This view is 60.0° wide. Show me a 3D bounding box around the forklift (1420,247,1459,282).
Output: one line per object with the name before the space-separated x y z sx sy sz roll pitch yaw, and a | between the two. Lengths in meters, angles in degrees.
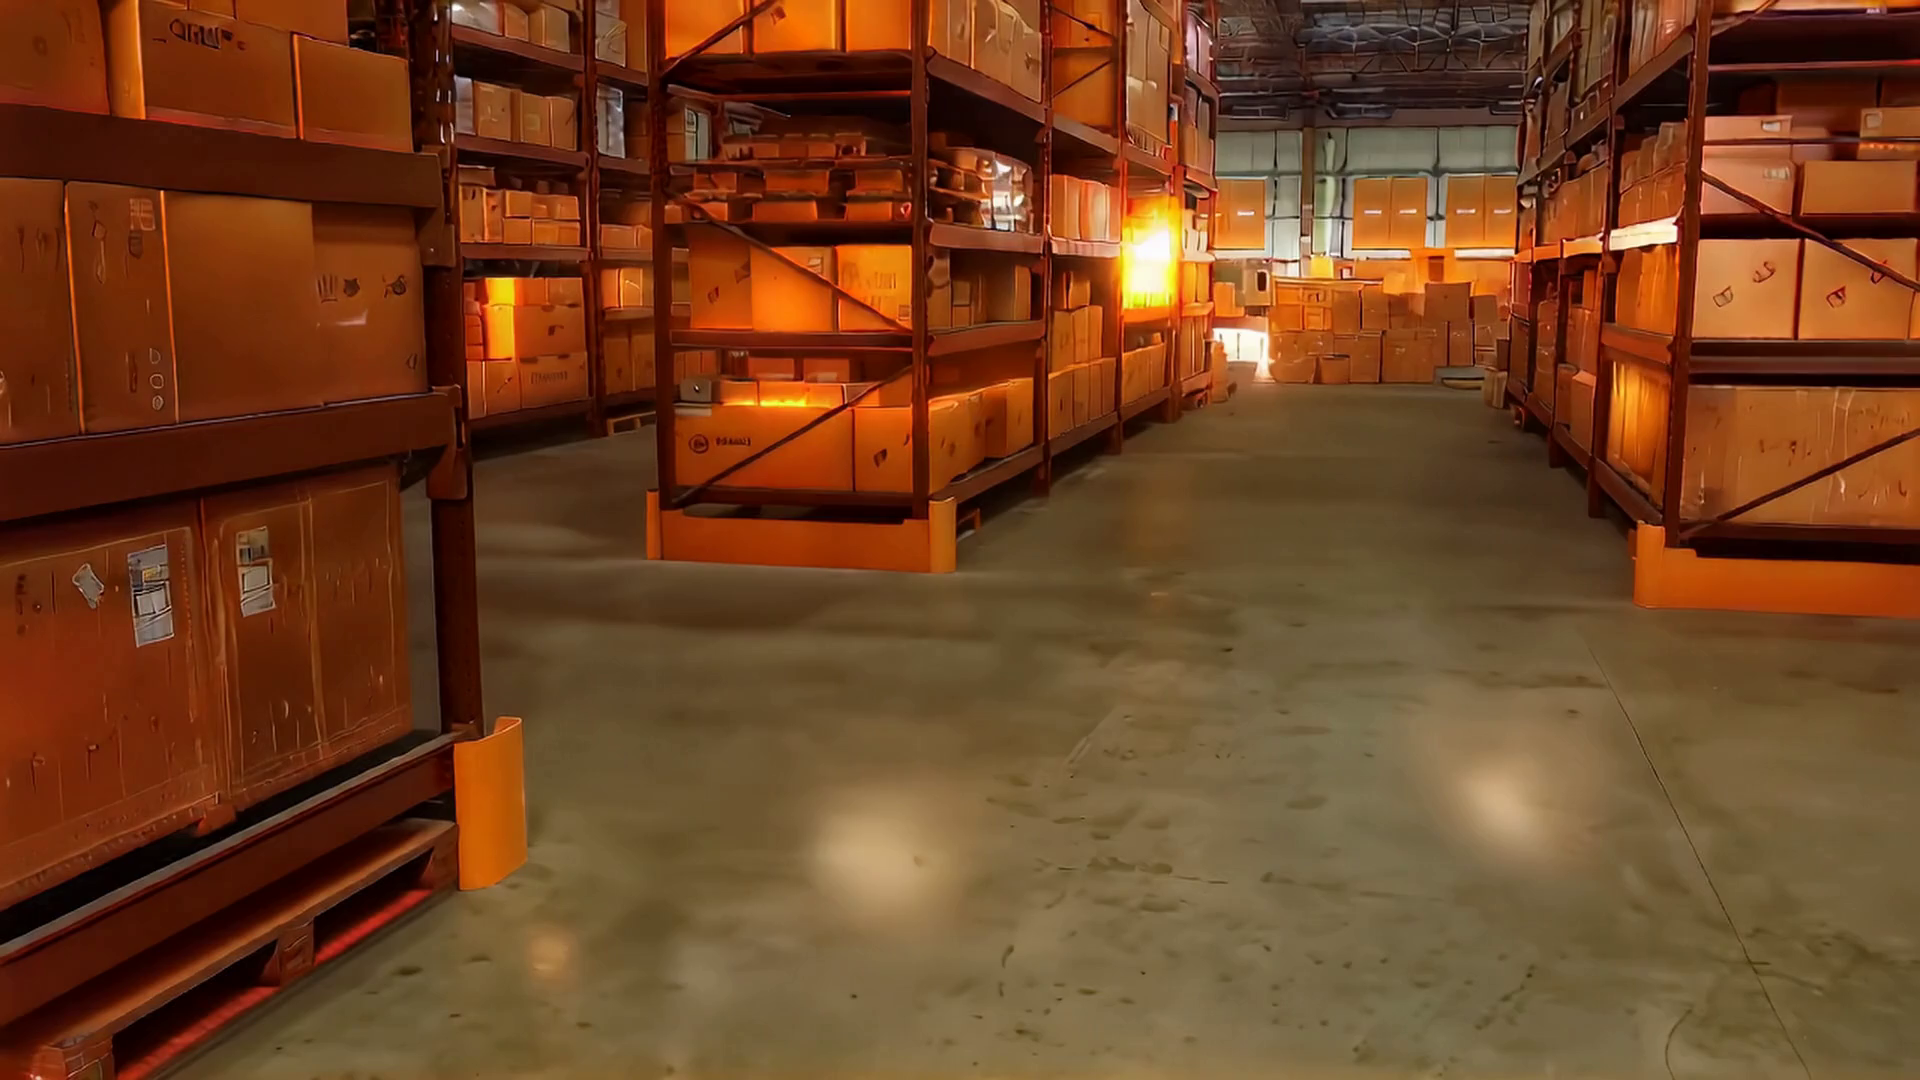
forklift | 12.539 -6.285 43.706 1.129 2.768 1.873 6 11 34

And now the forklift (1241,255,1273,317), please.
forklift | 10.551 -8.662 58.805 1.129 2.768 1.873 2 9 15

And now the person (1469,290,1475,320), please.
person | 15.721 -6.927 51.603 0.651 1.680 0.542 7 11 38

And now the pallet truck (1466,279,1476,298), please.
pallet truck | 18.896 -8.459 60.307 1.885 1.965 0.823 5 10 31
